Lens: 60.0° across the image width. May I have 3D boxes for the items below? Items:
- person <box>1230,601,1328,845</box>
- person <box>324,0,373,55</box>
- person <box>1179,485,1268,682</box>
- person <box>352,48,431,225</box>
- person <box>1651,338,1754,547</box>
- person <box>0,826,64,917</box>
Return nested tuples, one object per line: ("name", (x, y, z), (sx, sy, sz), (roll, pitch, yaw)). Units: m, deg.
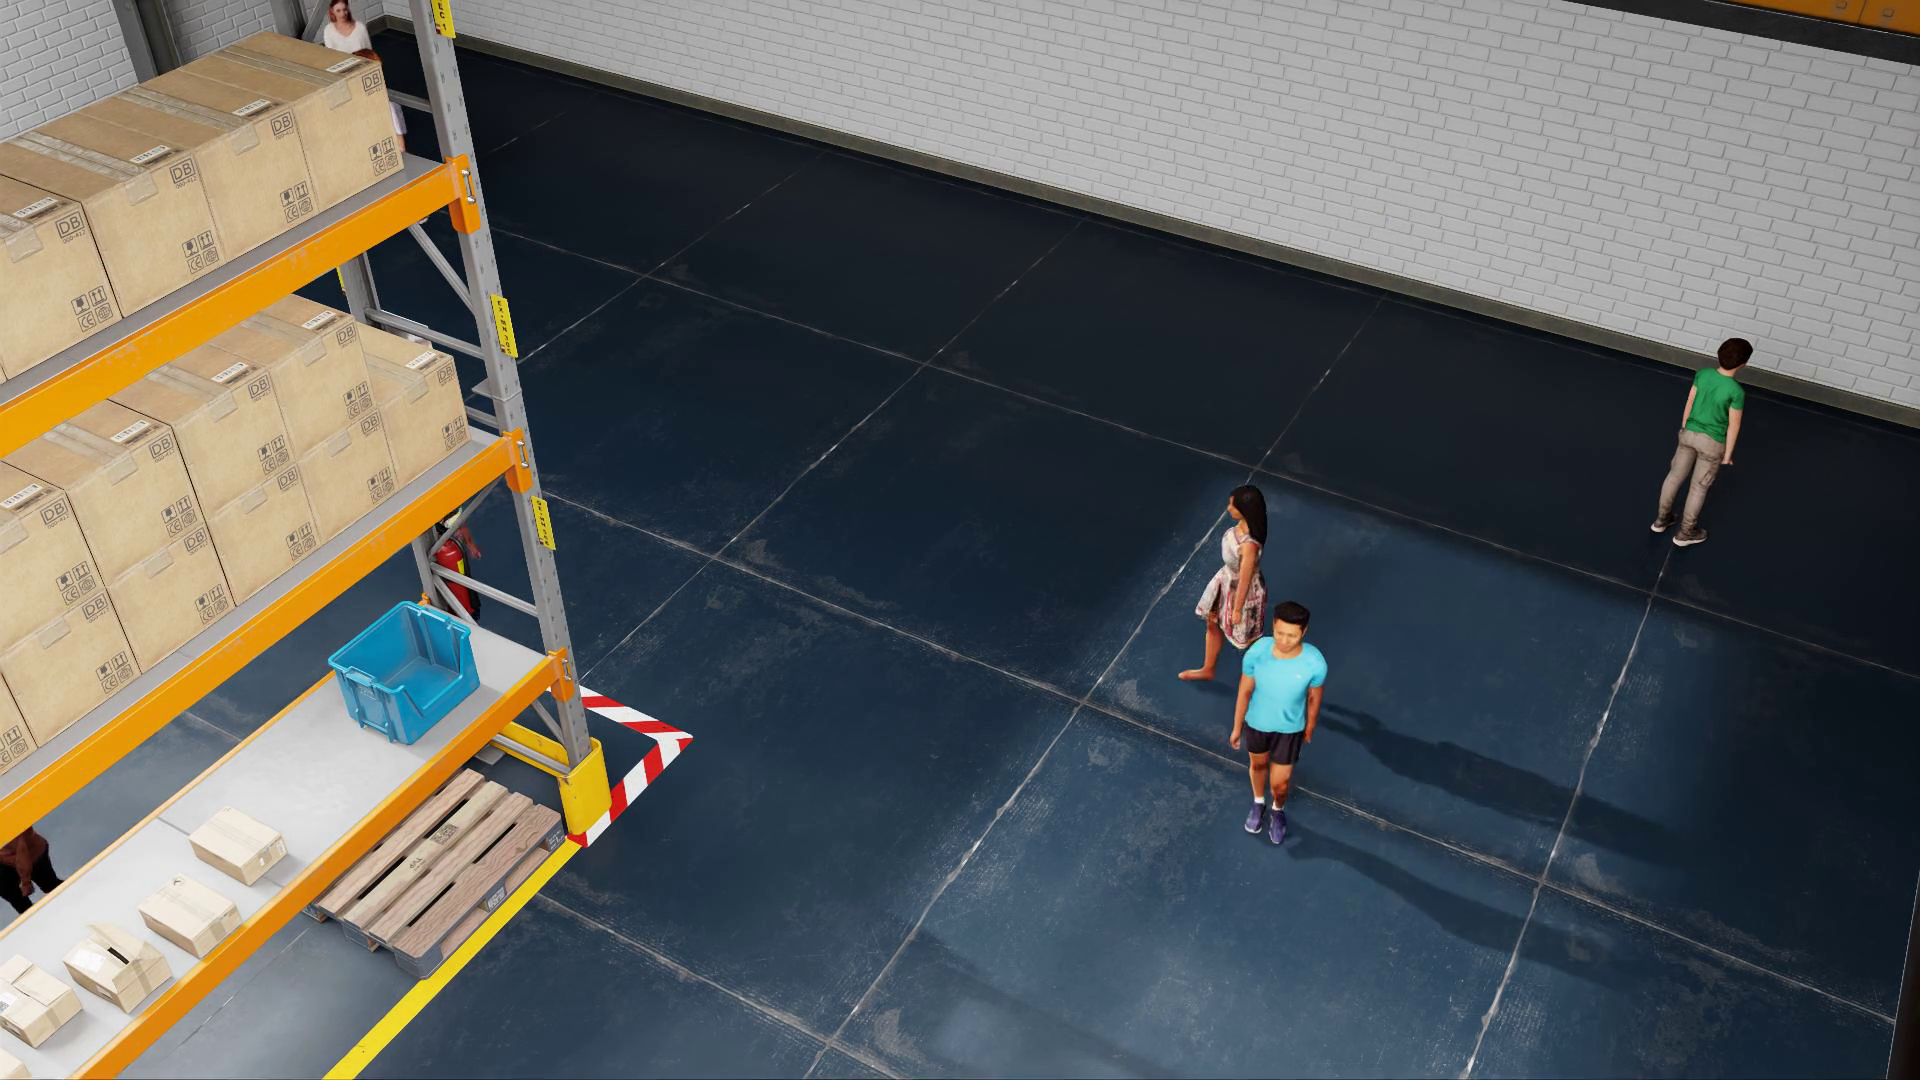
("person", (1.826, 0.990, 9.578), (0.646, 1.762, 0.641), (15, 41, 18))
("person", (-6.109, -4.657, 16.733), (1.120, 1.659, 1.094), (-16, 41, -19))
("person", (1.859, 0.340, 10.505), (1.003, 1.621, 1.064), (1, 39, 1))
("person", (-5.402, -3.780, 15.592), (0.663, 1.711, 0.633), (25, 45, 28))
("person", (5.273, -0.706, 11.791), (0.678, 1.650, 0.670), (-21, 43, -24))
("person", (-5.071, 1.695, 9.112), (0.514, 1.243, 0.605), (20, 43, 23))
